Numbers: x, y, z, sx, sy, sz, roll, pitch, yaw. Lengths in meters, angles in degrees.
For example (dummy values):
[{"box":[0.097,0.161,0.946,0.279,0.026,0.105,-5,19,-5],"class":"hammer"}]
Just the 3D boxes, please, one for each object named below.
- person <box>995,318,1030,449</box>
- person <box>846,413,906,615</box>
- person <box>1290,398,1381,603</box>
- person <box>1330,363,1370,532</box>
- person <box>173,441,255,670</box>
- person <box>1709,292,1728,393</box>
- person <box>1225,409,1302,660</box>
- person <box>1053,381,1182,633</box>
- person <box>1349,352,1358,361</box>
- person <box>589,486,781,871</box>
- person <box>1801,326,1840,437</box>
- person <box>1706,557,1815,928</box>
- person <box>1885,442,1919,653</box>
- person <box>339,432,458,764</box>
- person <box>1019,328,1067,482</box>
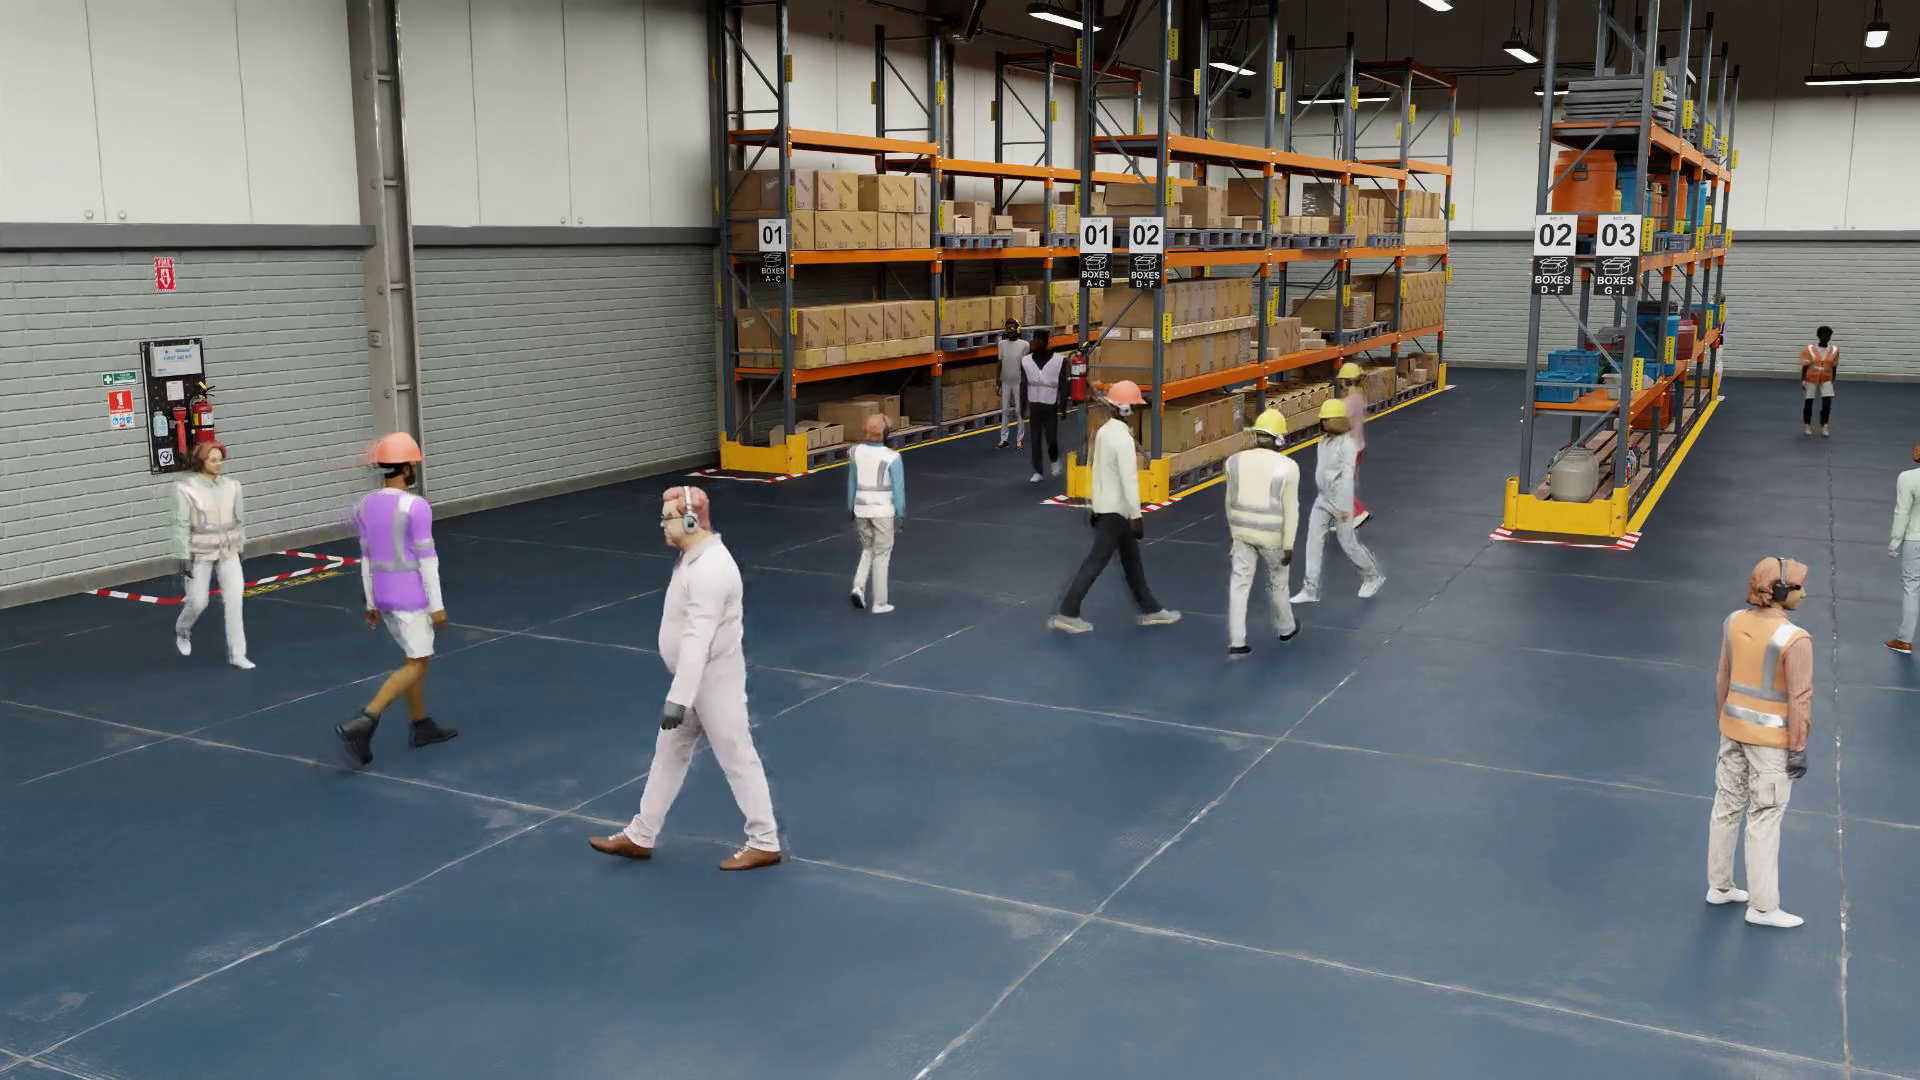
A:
[{"box":[0.742,-2.222,23.671,0.524,1.871,0.325,4,11,20],"class":"person"},{"box":[-0.661,-0.205,13.315,0.539,1.625,0.362,7,12,33],"class":"person"},{"box":[3.151,-0.327,13.777,0.823,1.713,0.498,-5,12,-25],"class":"person"},{"box":[3.950,-0.926,16.923,0.387,1.750,0.541,5,12,26],"class":"person"},{"box":[-5.295,0.096,11.702,0.657,1.619,0.514,8,13,38],"class":"person"},{"box":[14.647,-3.822,32.210,0.371,1.940,0.630,6,12,28],"class":"person"},{"box":[2.210,-0.056,12.076,0.609,1.780,0.912,7,12,32],"class":"person"},{"box":[1.193,-0.251,12.748,1.053,1.939,0.647,-2,11,-10],"class":"person"},{"box":[7.587,-3.887,32.338,0.639,2.017,0.501,4,11,22],"class":"person"},{"box":[-1.309,0.682,7.869,0.959,1.863,0.668,-3,11,-18],"class":"person"},{"box":[12.947,-2.377,25.052,0.542,1.673,0.691,3,11,14],"class":"person"},{"box":[3.542,0.885,7.367,0.314,1.636,0.515,-3,11,-14],"class":"person"},{"box":[7.030,0.017,12.107,0.497,1.633,0.284,1,10,4],"class":"person"},{"box":[-3.285,0.335,9.620,0.553,1.915,0.782,8,13,36],"class":"person"},{"box":[1.030,-1.670,20.581,0.614,1.900,0.470,4,11,19],"class":"person"}]
